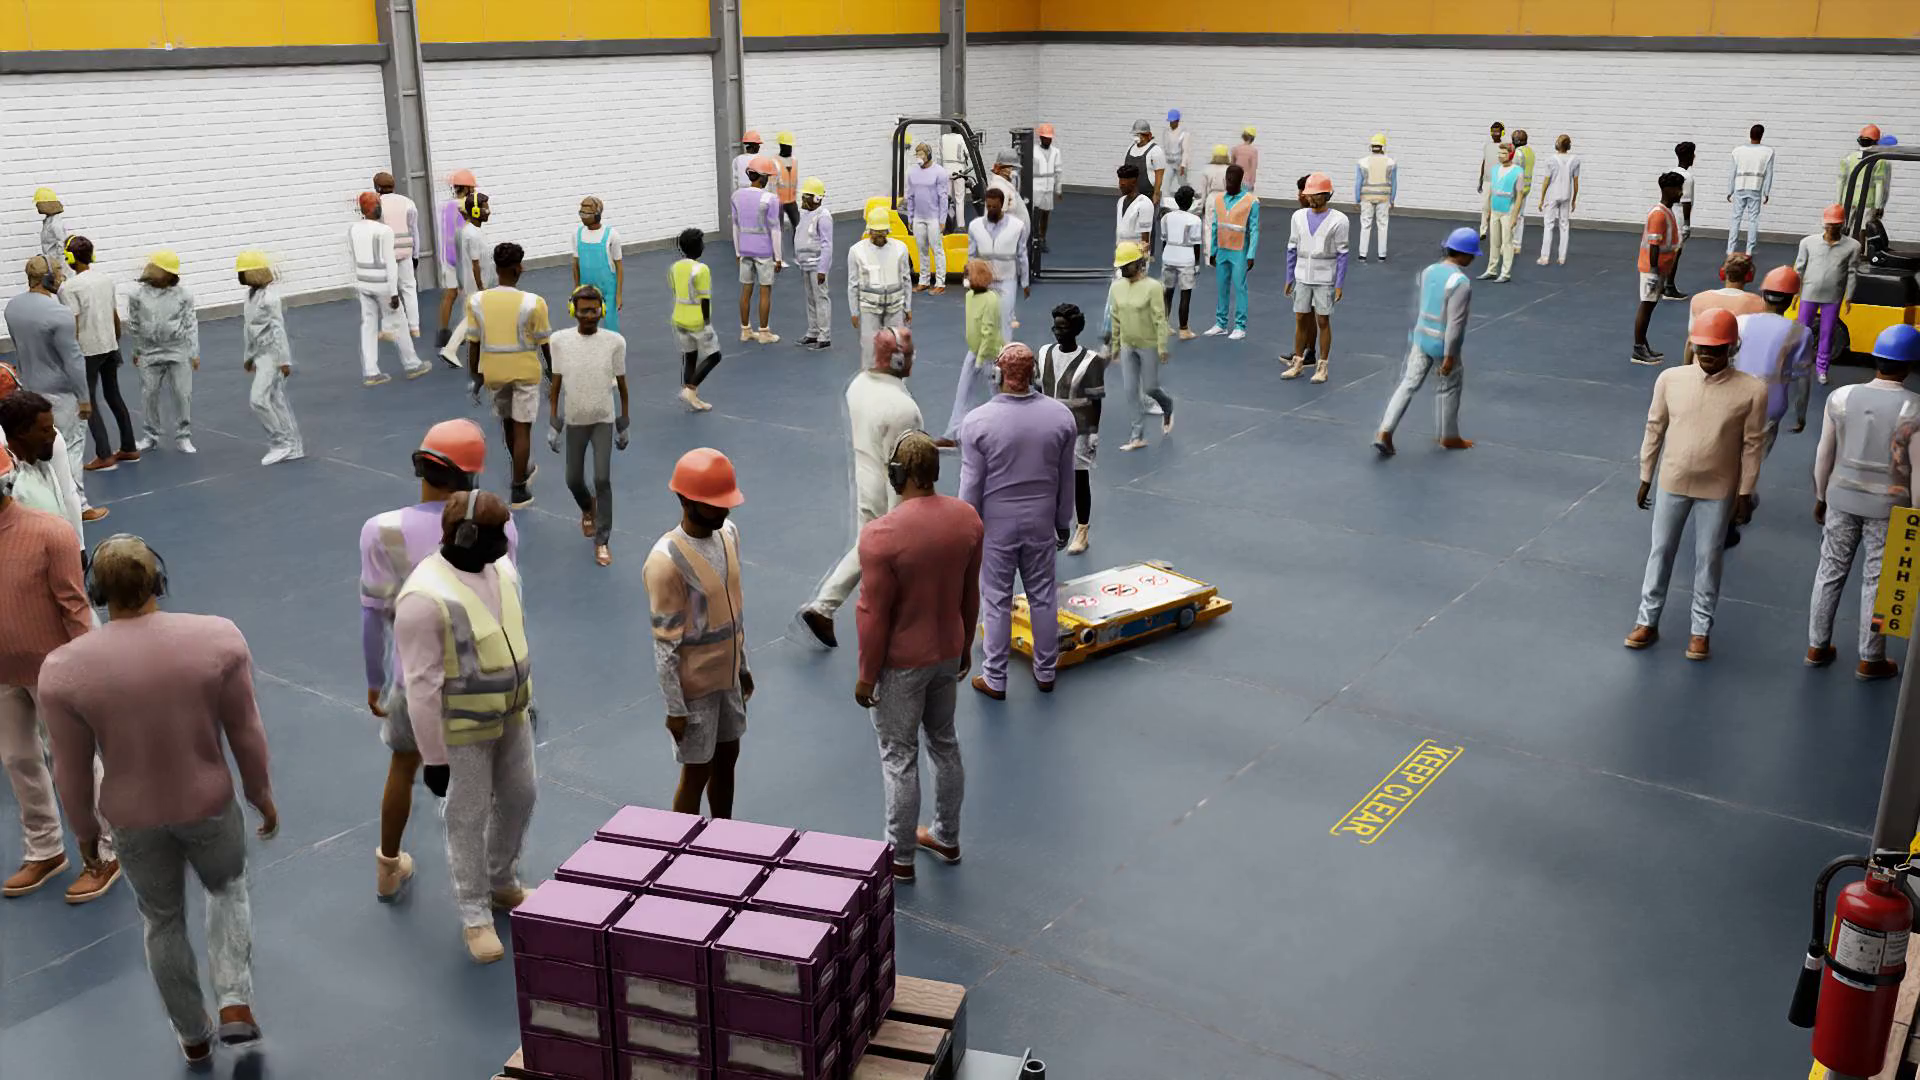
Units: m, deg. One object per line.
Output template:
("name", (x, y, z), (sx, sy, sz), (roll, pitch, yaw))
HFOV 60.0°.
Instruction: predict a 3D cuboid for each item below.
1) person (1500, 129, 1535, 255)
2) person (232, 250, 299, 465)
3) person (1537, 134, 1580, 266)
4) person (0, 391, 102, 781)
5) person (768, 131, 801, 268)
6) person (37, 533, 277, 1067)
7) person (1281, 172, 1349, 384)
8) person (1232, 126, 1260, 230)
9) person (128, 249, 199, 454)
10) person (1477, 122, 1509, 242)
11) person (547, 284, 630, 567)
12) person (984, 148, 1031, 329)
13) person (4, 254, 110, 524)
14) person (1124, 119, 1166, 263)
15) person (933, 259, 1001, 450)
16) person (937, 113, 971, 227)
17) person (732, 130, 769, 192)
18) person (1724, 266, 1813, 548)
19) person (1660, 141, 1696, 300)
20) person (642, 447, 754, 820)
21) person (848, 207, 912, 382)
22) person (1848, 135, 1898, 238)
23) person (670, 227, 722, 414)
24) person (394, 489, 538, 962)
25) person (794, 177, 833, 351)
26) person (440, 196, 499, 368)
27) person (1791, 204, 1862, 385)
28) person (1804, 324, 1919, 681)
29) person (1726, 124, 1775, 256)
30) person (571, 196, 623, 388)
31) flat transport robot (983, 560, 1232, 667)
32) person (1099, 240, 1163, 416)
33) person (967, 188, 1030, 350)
("person", (8.277, -5.179, 24.798), (0.429, 1.835, 0.636), (17, 24, 42))
("person", (-5.575, -1.442, 13.267), (0.495, 1.728, 0.489), (-16, 23, -40))
("person", (8.529, -4.841, 23.716), (0.517, 1.842, 0.329), (0, 18, 1))
("person", (-4.252, 0.235, 7.744), (0.454, 1.903, 0.628), (-5, 18, -14))
("person", (-2.394, -4.763, 23.373), (0.716, 1.901, 0.608), (16, 24, 42))
("person", (-2.670, 0.902, 5.629), (0.654, 1.922, 0.437), (-9, 20, -26))
("person", (3.447, -2.544, 16.212), (0.614, 2.040, 0.391), (13, 22, 35))
("person", (4.621, -5.875, 27.156), (0.528, 1.715, 0.899), (13, 22, 35))
("person", (-6.508, -1.523, 13.567), (0.595, 1.698, 0.440), (-6, 19, -17))
("person", (8.371, -5.621, 26.138), (0.334, 1.860, 0.509), (-14, 23, -38))
("person", (-2.468, -0.790, 11.047), (0.547, 1.843, 0.695), (-3, 18, -8))
("person", (0.544, -3.474, 19.123), (0.536, 2.000, 0.684), (0, 18, 0))
("person", (-6.364, -1.044, 11.714), (0.640, 1.927, 0.386), (8, 20, 25))
("person", (2.578, -5.025, 23.974), (0.536, 2.000, 0.688), (-15, 23, -39))
("person", (0.110, -1.492, 13.633), (0.818, 1.591, 0.517), (-11, 21, -31))
("person", (-0.080, -5.946, 27.041), (0.594, 1.922, 0.382), (9, 20, 26))
("person", (-2.893, -4.733, 23.232), (0.550, 1.933, 0.370), (9, 20, 26))
("person", (5.512, -0.928, 11.399), (0.566, 1.883, 0.971), (16, 24, 41))
("person", (9.035, -4.027, 20.972), (0.366, 1.966, 0.607), (-2, 18, -7))
("person", (-1.007, 0.551, 6.726), (0.391, 1.925, 0.549), (8, 19, 24))
("person", (-0.736, -2.160, 15.377), (0.601, 1.817, 0.403), (-5, 18, -16))
("person", (12.538, -4.636, 23.001), (0.616, 1.905, 0.921), (-14, 23, -38))
("person", (-2.379, -1.956, 14.936), (0.363, 1.684, 0.549), (-16, 24, -40))
("person", (-1.882, 0.715, 6.390), (0.429, 1.822, 0.737), (8, 19, 23))
("person", (-1.572, -2.957, 17.835), (0.404, 1.837, 0.588), (-9, 20, -26))
("person", (-5.031, -2.654, 17.058), (0.859, 1.730, 0.529), (-16, 24, -41))
("person", (8.402, -2.390, 16.196), (0.563, 1.751, 0.342), (9, 20, 25))
("person", (4.946, -0.201, 9.034), (0.394, 1.949, 0.602), (-13, 22, -35))
("person", (11.683, -5.173, 24.636), (0.590, 1.919, 0.392), (9, 20, 26))
("person", (-3.484, -2.384, 16.035), (0.506, 1.842, 0.348), (4, 18, 12))
("flat transport robot", (0.891, 0.405, 9.850), (1.431, 0.197, 0.652), (-14, 22, -37))
("person", (1.454, -1.937, 15.057), (0.896, 1.582, 0.565), (5, 18, 16))
("person", (0.362, -2.593, 16.690), (0.621, 1.857, 0.844), (6, 19, 18))
